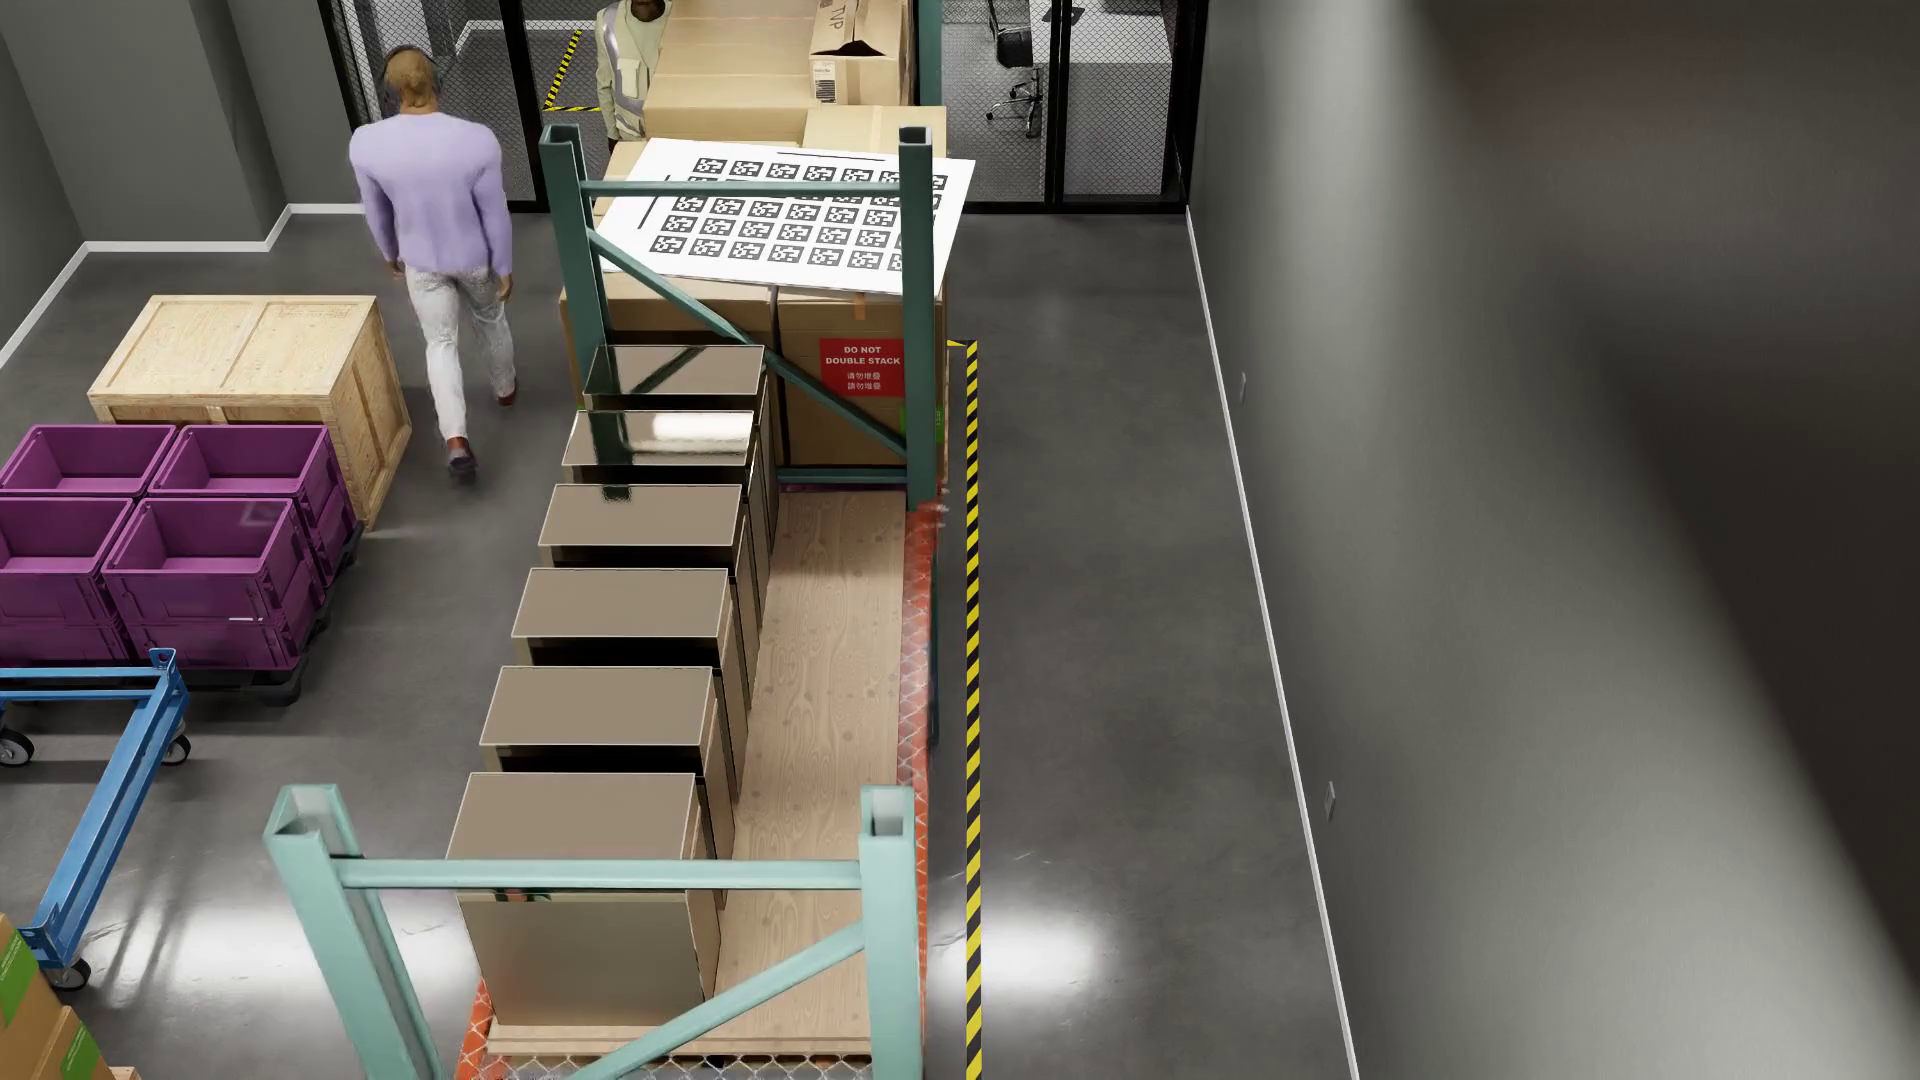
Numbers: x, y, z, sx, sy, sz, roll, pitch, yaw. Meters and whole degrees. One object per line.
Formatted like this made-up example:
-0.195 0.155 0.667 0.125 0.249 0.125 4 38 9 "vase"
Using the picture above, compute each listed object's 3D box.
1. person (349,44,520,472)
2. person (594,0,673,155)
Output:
-2.238 -1.202 7.286 0.627 1.914 0.883 -9 42 -10 "person"
-1.502 -2.078 8.337 0.590 1.837 0.404 0 41 0 "person"
